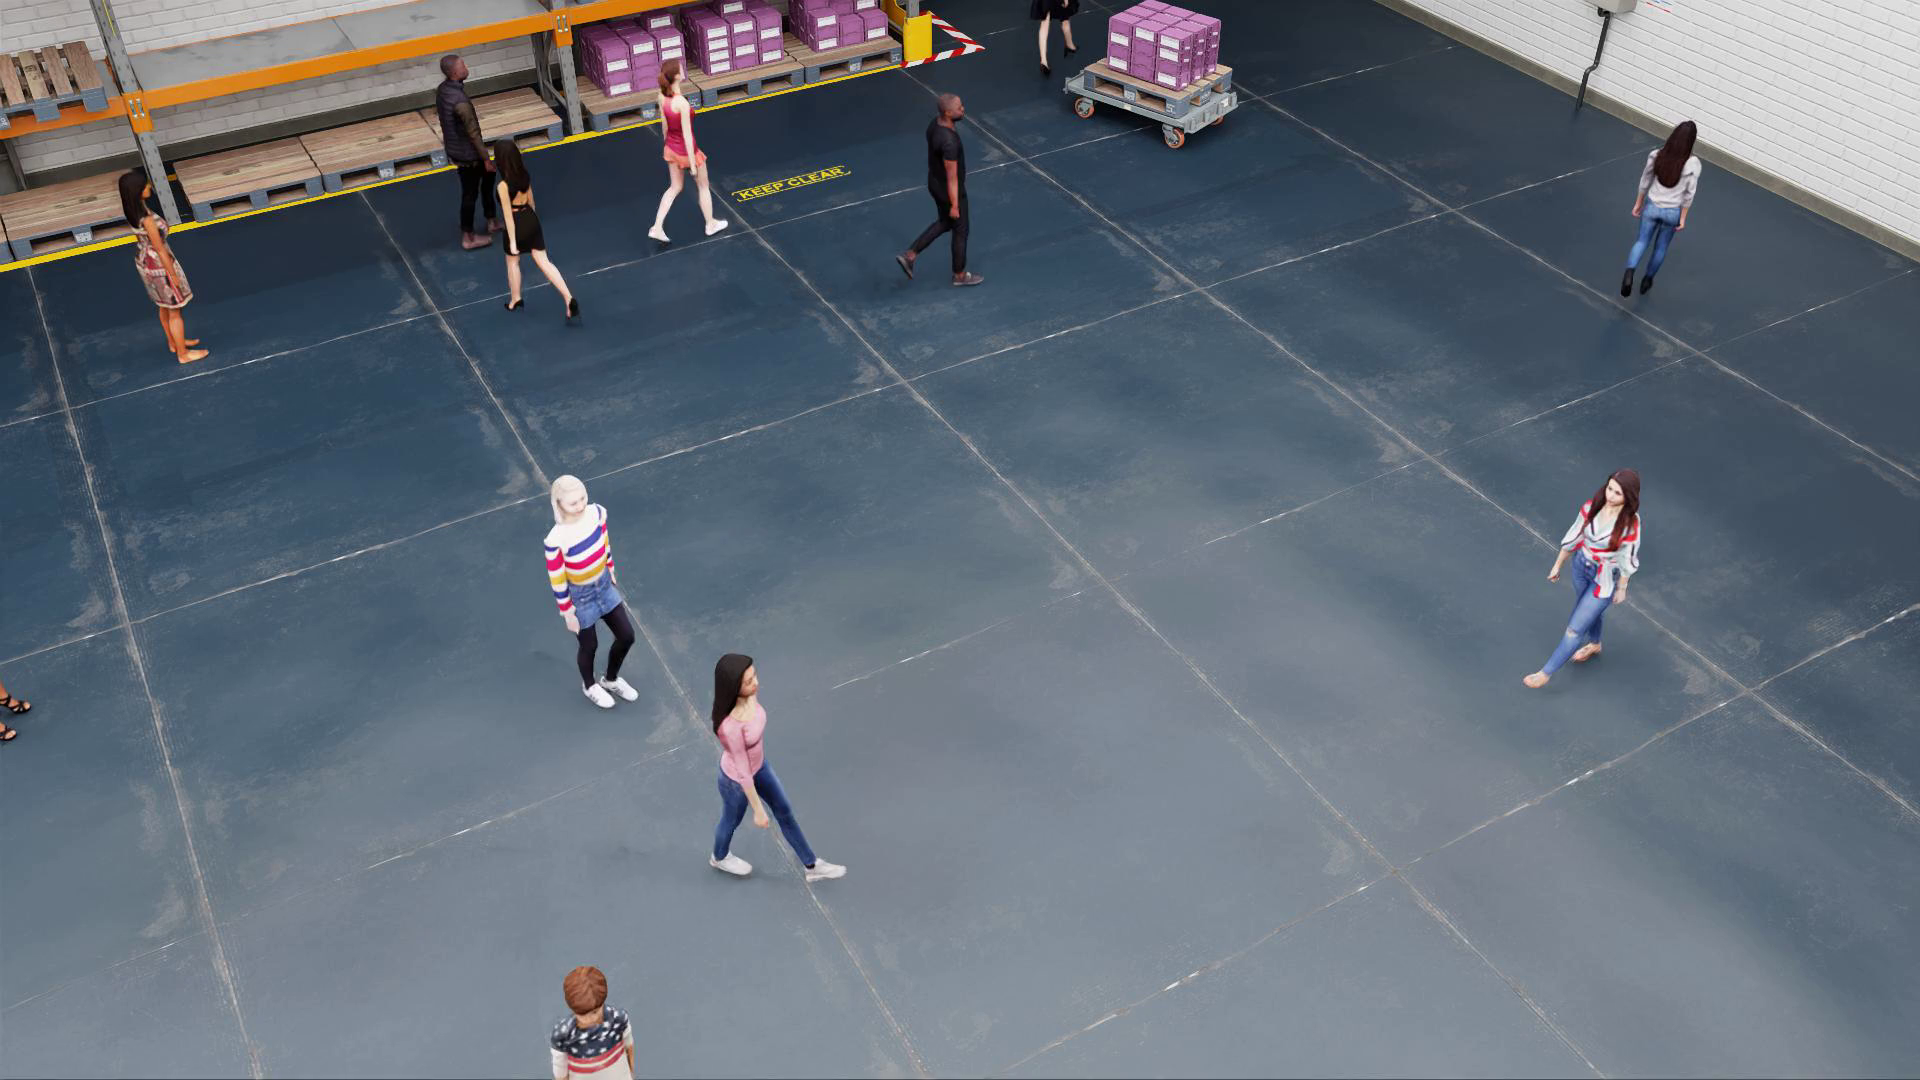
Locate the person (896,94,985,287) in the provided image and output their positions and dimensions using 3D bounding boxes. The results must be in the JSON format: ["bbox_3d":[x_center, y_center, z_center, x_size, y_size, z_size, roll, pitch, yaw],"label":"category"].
[{"bbox_3d":[-0.179,-2.977,14.290,1.083,1.804,0.830,-9,40,-11],"label":"person"}]

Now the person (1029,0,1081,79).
[{"bbox_3d":[0.967,-5.858,17.970,0.918,1.714,1.137,22,44,25],"label":"person"}]

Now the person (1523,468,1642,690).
[{"bbox_3d":[4.068,0.201,10.495,1.003,1.575,0.610,-21,43,-24],"label":"person"}]

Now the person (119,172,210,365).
[{"bbox_3d":[-6.493,-2.207,13.454,0.621,1.644,0.703,-32,48,-33],"label":"person"}]

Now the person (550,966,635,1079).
[{"bbox_3d":[-1.716,2.454,7.804,0.962,1.412,0.747,-10,40,-12],"label":"person"}]

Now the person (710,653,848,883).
[{"bbox_3d":[-1.250,1.271,9.048,1.099,1.709,1.023,8,39,10],"label":"person"}]

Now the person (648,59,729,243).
[{"bbox_3d":[-2.553,-3.446,14.941,0.813,1.725,1.108,27,46,29],"label":"person"}]

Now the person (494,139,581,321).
[{"bbox_3d":[-3.571,-2.538,13.889,1.000,1.618,1.057,19,42,22],"label":"person"}]

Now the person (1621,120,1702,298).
[{"bbox_3d":[5.966,-2.764,14.176,0.834,1.614,0.990,23,44,26],"label":"person"}]

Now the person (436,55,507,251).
[{"bbox_3d":[-4.489,-3.427,14.842,0.744,1.819,0.713,-20,43,-23],"label":"person"}]

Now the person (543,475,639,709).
[{"bbox_3d":[-2.340,0.303,10.190,0.831,1.796,0.721,24,44,27],"label":"person"}]
